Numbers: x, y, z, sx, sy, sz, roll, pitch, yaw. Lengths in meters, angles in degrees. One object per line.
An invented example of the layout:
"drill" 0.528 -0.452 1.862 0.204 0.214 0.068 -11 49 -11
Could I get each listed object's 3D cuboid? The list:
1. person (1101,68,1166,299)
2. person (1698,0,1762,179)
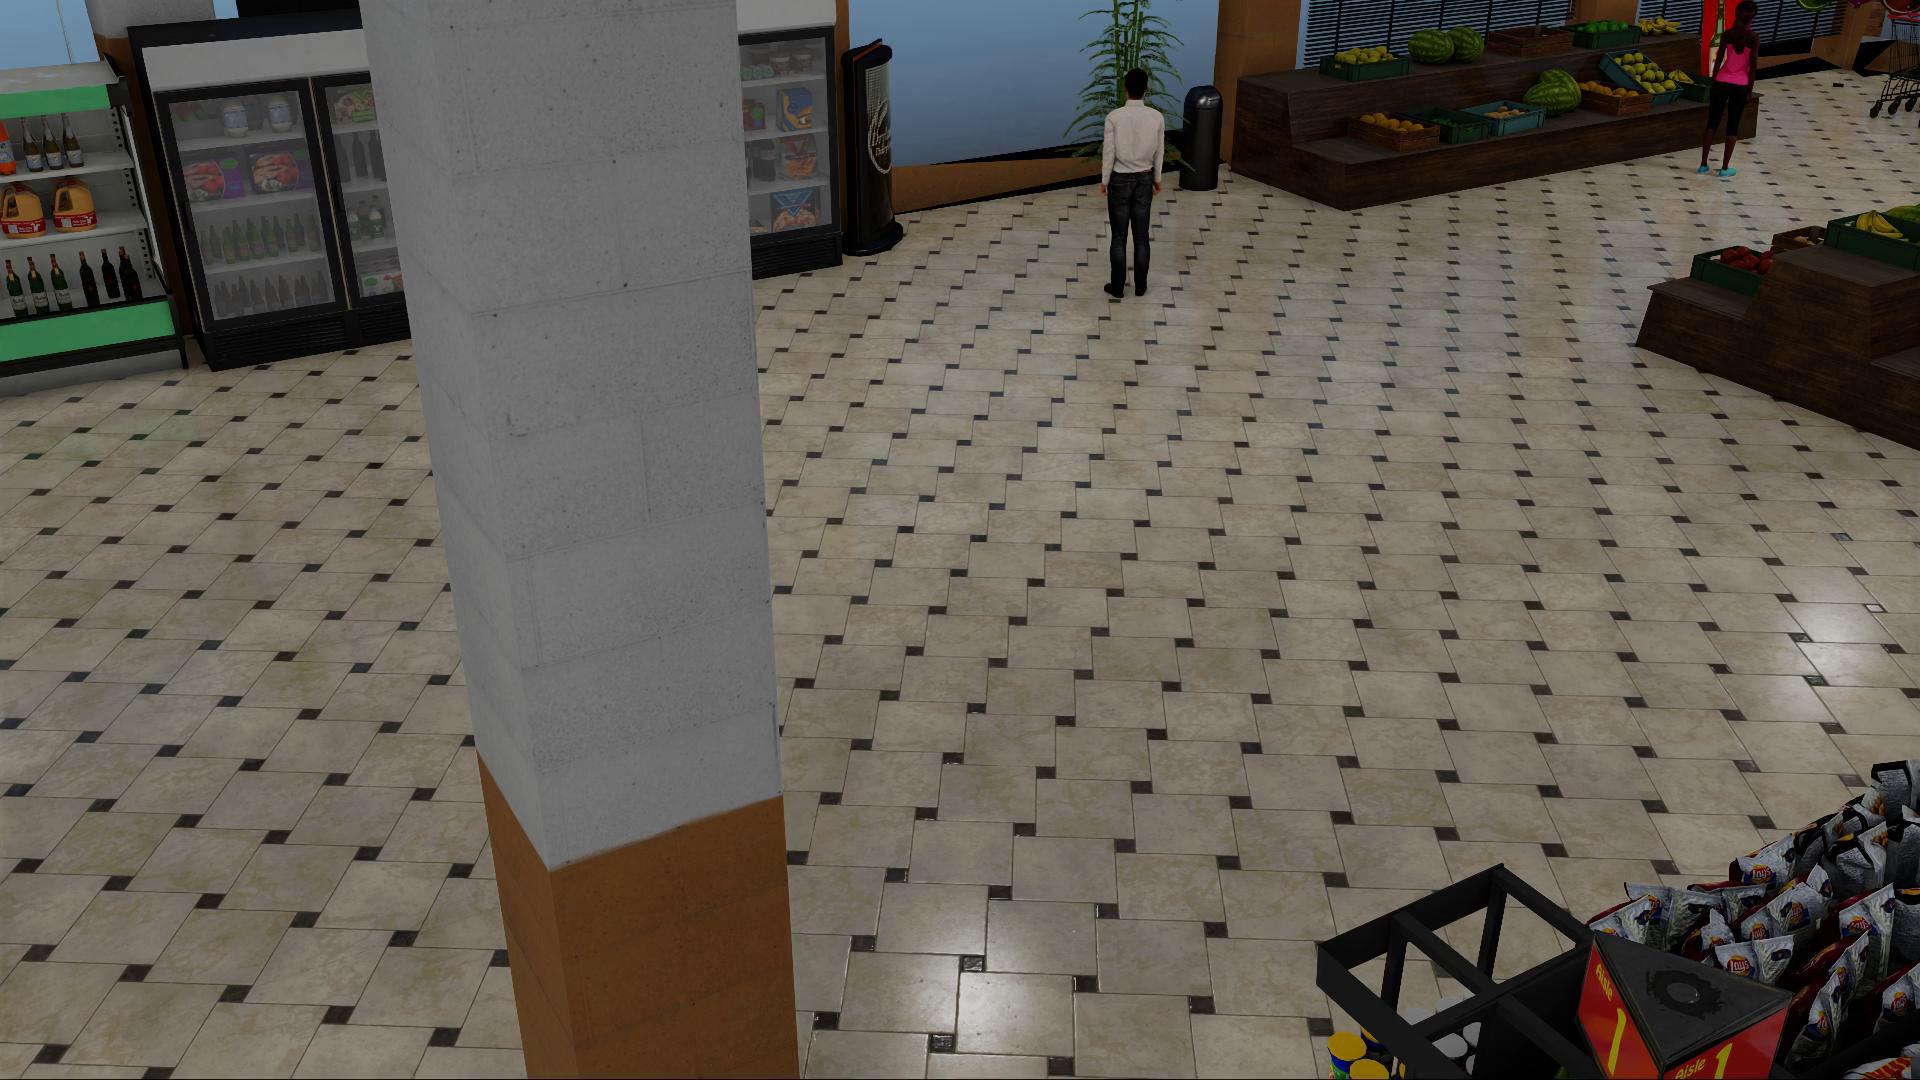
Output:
"person" 1.367 -2.836 13.258 0.636 1.811 0.794 -4 27 -7
"person" 7.736 -4.536 16.708 0.628 1.723 0.633 23 35 37
